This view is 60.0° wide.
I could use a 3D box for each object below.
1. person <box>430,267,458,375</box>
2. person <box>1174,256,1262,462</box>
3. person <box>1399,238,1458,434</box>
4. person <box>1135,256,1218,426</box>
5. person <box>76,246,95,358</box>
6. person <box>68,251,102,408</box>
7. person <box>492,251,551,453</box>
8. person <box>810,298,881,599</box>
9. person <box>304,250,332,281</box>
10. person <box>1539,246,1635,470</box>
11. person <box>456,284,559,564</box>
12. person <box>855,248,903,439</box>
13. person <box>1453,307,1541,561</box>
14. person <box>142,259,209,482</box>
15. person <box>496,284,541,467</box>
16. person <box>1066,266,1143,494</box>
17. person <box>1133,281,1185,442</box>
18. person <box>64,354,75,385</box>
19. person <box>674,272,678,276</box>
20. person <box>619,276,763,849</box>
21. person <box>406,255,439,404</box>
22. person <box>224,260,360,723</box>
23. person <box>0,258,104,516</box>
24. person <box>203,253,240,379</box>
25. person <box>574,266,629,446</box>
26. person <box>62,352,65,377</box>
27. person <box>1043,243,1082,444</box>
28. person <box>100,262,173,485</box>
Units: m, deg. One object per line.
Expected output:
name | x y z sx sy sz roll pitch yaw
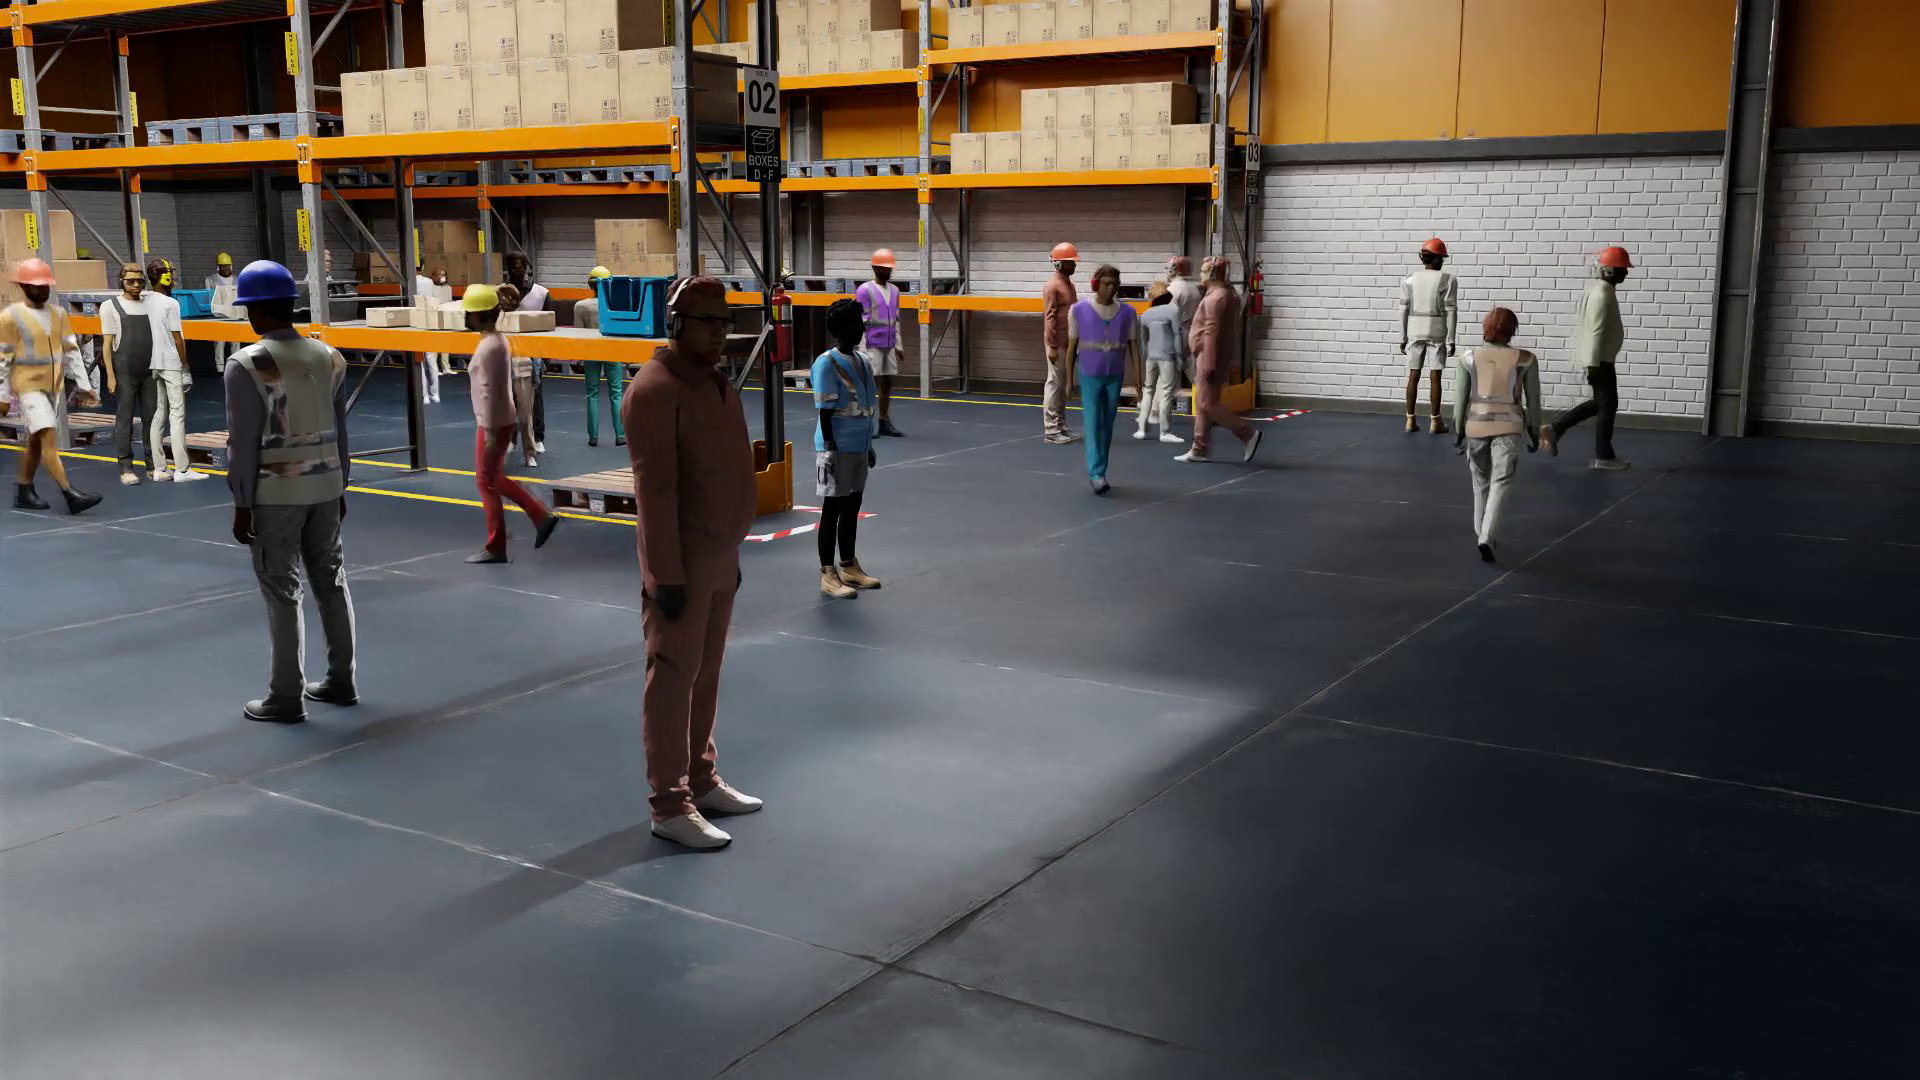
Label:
person | -7.799 -3.286 24.987 0.278 1.626 0.500 5 11 26
person | 2.342 -1.608 14.981 0.749 1.886 0.650 4 11 19
person | 4.924 -2.139 17.484 0.611 2.040 0.393 7 12 35
person | 2.451 -2.163 18.132 1.022 1.861 0.659 8 13 38
person | -14.192 -3.818 27.123 0.494 1.913 0.614 -3 11 -17
person | -10.676 -2.562 20.110 0.638 1.938 0.357 7 12 34
person | -4.177 -1.780 15.832 0.591 1.919 0.392 -1 10 -4
person | -0.648 -0.525 9.495 0.318 1.697 0.533 5 11 25
person | -7.976 -2.686 20.897 0.399 1.905 0.642 -1 10 -4
person | 5.597 -1.609 14.730 0.715 1.972 0.619 4 11 20
person | -2.858 -0.717 10.381 0.486 1.751 0.541 0 10 -3
person | -0.808 -2.008 17.043 0.373 1.935 0.553 10 14 44
person | 3.420 -0.688 10.645 0.524 1.604 0.830 6 12 28
person | -6.655 -1.411 13.965 0.519 1.856 0.328 4 11 22
person | -3.987 -1.455 14.804 0.517 1.641 0.308 -3 11 -15
person | 1.178 -1.281 13.353 0.589 1.806 0.797 -2 11 -13
person | 2.038 -1.789 16.748 0.312 1.613 0.597 -9 14 -41
person | -12.467 -3.034 23.024 0.403 1.828 0.596 4 11 22
person | -3.145 -2.204 18.856 0.541 1.677 0.626 -4 11 -23
person | -0.881 0.065 5.656 0.401 1.904 0.641 2 11 13
person | -6.715 -2.612 20.601 0.331 1.862 0.585 4 11 20
person | -2.840 -0.204 7.047 0.410 1.938 0.610 5 11 24
person | -6.756 -1.126 12.302 0.977 1.879 0.556 3 11 17
person | -10.741 -3.281 24.387 0.403 1.834 0.587 9 14 41
person | -3.524 -1.805 16.401 0.533 1.765 0.321 -1 10 -5
person | -10.524 -2.276 19.109 0.555 1.726 0.498 8 13 38
person | 1.022 -1.962 16.627 0.381 1.994 0.620 4 11 23
person | -6.851 -1.384 13.846 0.325 1.842 0.517 7 12 34
